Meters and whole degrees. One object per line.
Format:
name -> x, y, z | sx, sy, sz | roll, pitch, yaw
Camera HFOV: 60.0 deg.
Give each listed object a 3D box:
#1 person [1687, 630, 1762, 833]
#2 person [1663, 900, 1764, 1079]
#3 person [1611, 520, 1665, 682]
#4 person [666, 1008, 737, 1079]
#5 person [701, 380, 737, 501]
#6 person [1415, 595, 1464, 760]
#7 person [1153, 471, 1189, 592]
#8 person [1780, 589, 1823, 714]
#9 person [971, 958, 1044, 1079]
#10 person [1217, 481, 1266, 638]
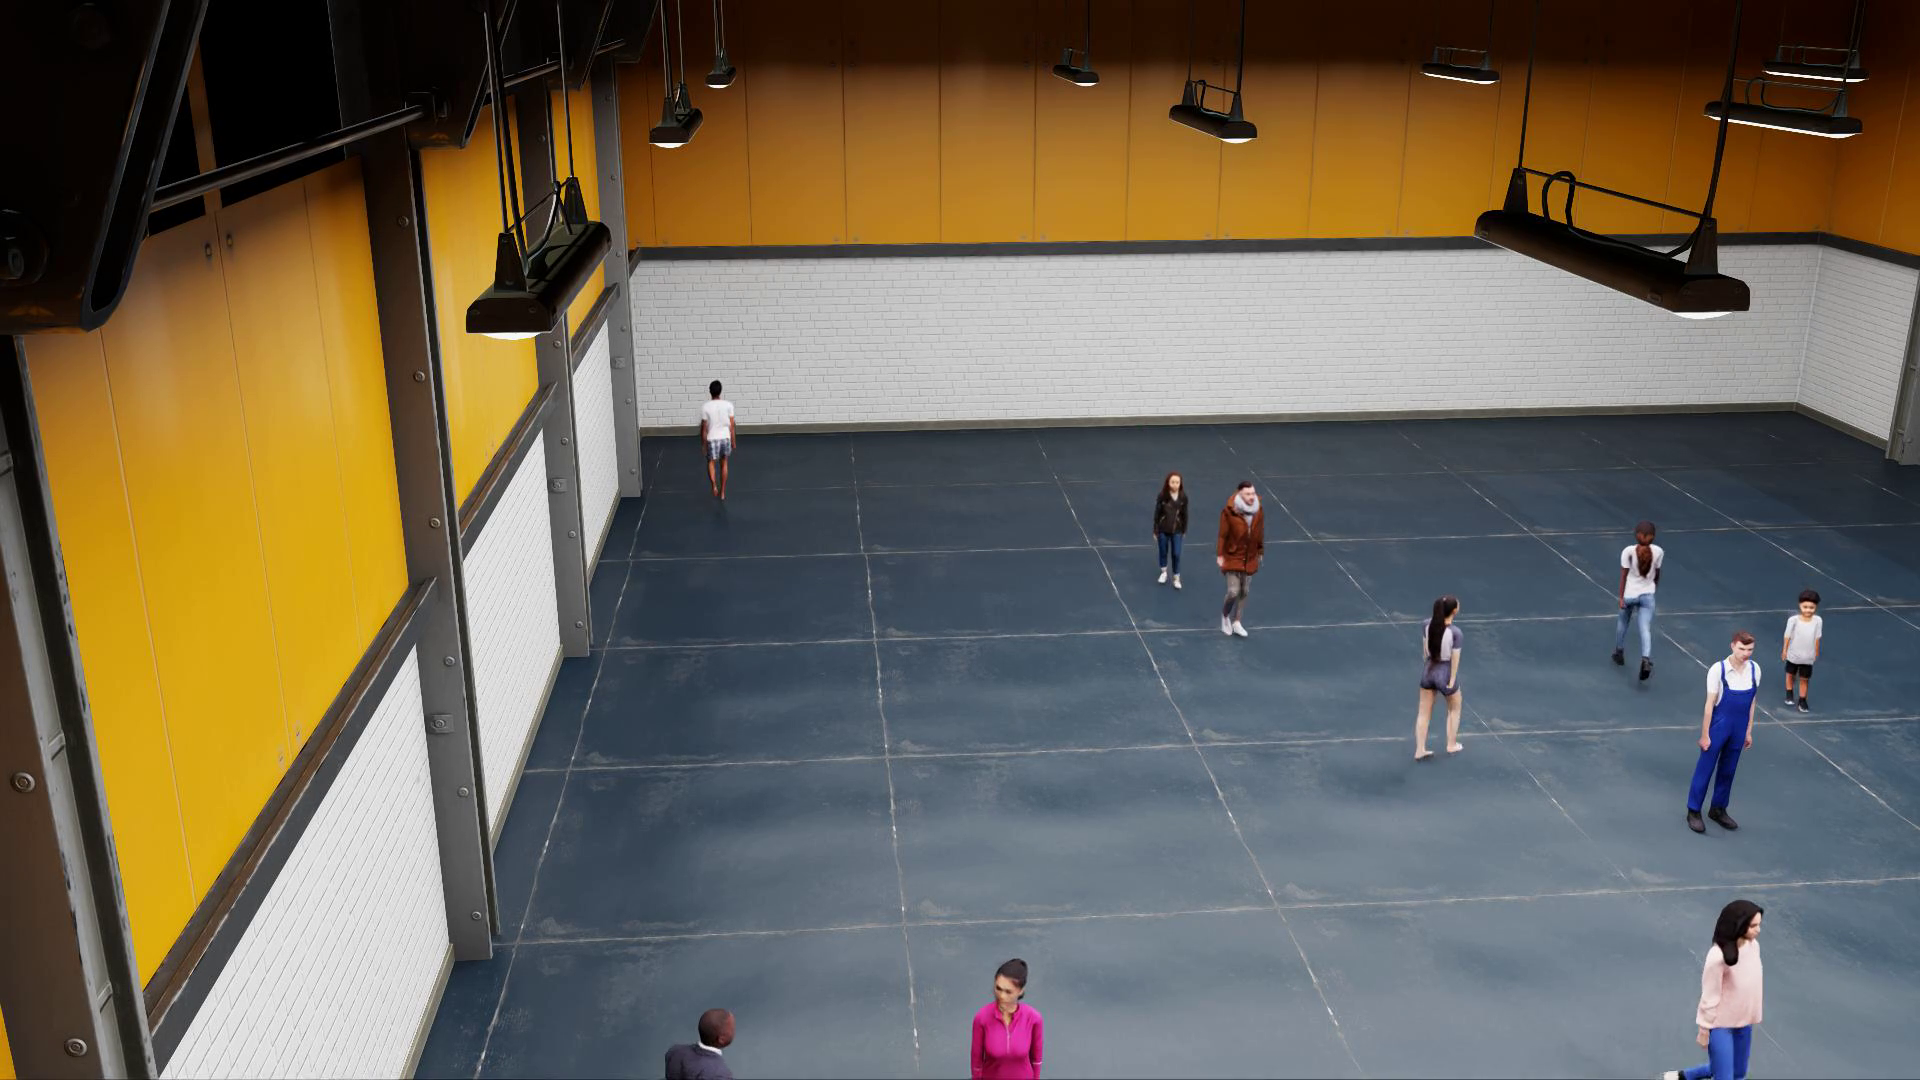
person -> 6.634, 1.624, 14.391 | 0.626, 1.848, 0.557 | -2, 19, -7
person -> 4.745, 3.013, 10.418 | 0.888, 1.752, 1.086 | -9, 21, -25
person -> 7.187, 0.646, 17.540 | 0.759, 1.691, 1.134 | 3, 19, 8
person -> -1.481, 3.449, 9.124 | 1.112, 1.752, 1.217 | 10, 21, 27
person -> -3.411, -1.373, 23.498 | 0.663, 1.715, 0.710 | -4, 19, -10
person -> 4.455, 1.319, 15.639 | 0.884, 1.631, 0.839 | -18, 25, -42
person -> 2.544, -0.144, 20.266 | 0.663, 1.451, 0.919 | 1, 19, 4
person -> 8.558, 1.088, 16.933 | 0.668, 1.242, 0.792 | 6, 20, 18
person -> 0.273, 3.235, 9.843 | 0.574, 1.698, 0.543 | -1, 19, -3
person -> 3.102, 0.193, 18.679 | 0.795, 1.824, 0.776 | -7, 20, -19
